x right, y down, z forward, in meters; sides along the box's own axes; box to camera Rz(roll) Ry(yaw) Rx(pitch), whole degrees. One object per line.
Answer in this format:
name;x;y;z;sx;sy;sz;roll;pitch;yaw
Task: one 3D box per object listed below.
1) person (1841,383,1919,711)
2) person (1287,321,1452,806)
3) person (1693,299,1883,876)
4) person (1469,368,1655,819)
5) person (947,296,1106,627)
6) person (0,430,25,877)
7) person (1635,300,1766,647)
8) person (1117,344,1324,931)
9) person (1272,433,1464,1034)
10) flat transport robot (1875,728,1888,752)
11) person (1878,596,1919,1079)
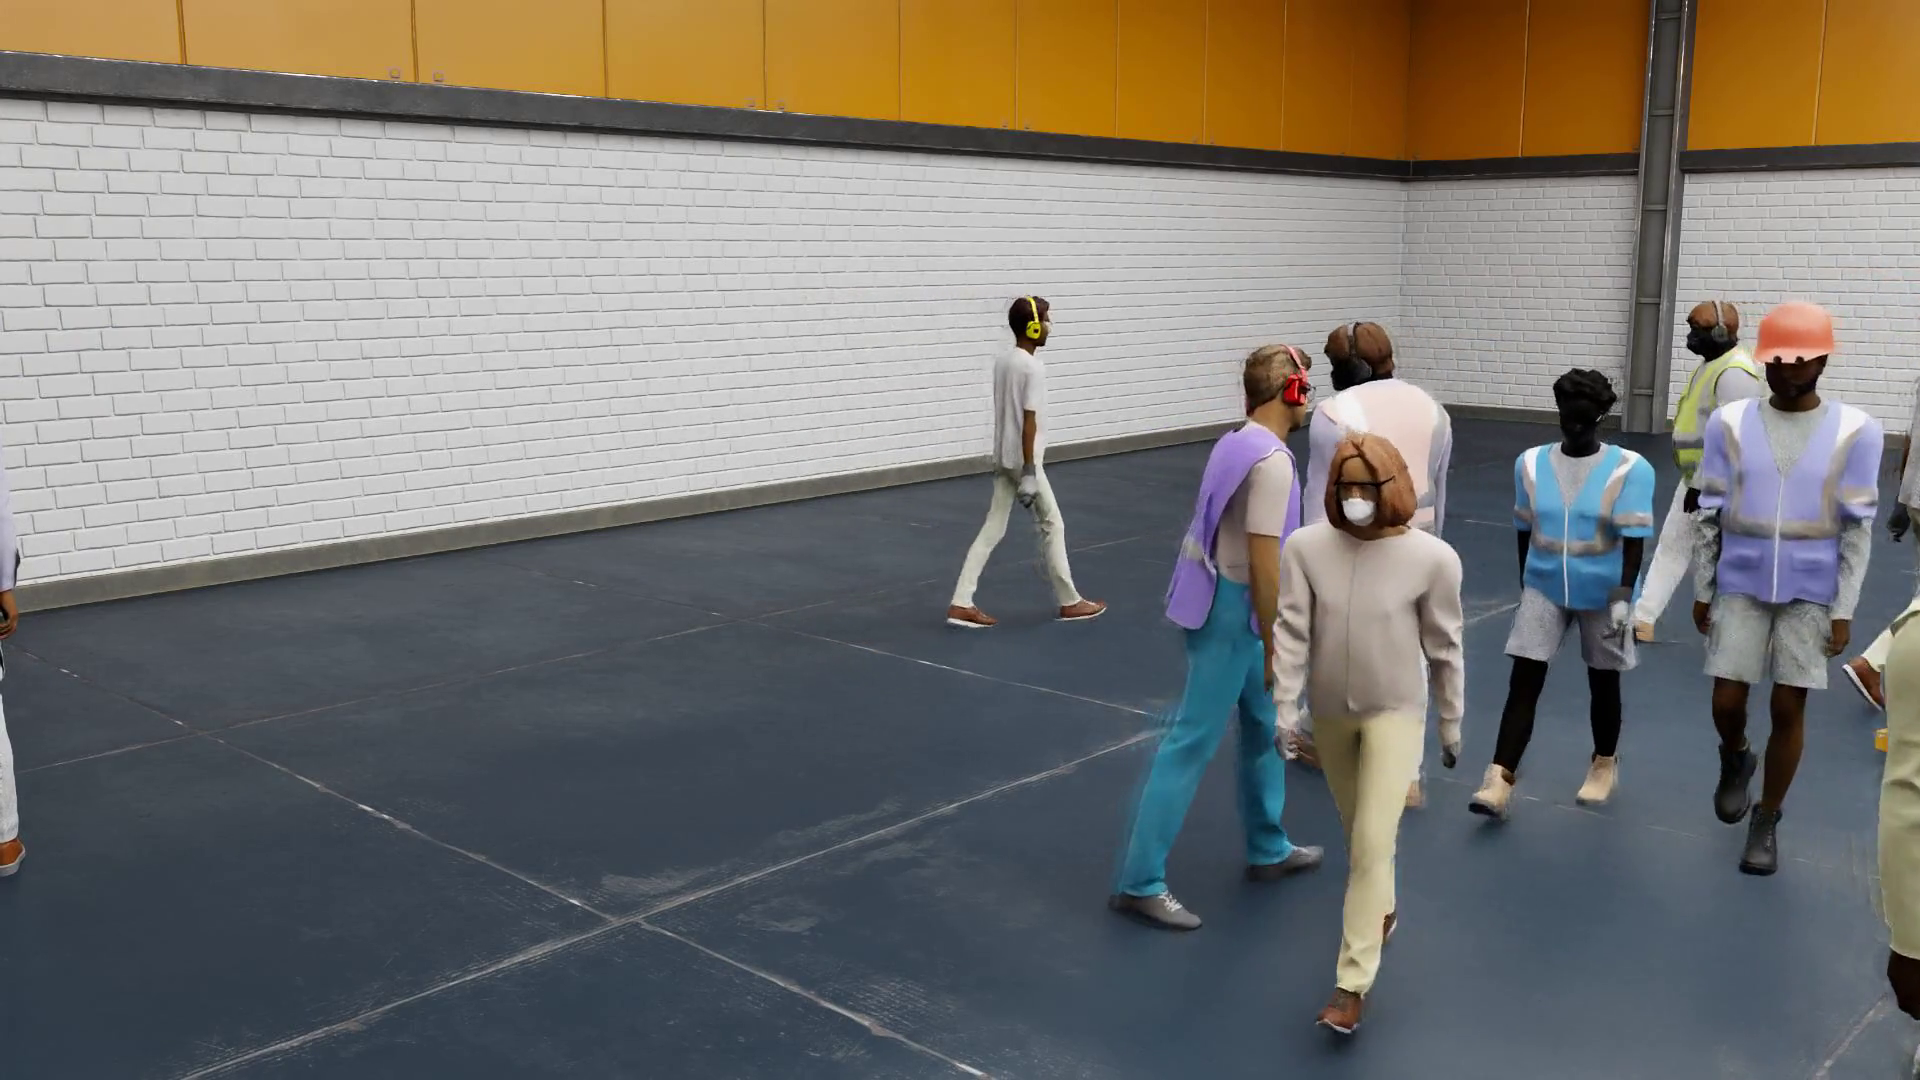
person;4.295;-0.133;7.446;0.652;1.830;0.585;0;10;2
person;1.534;0.063;6.418;0.685;1.787;0.906;-3;11;-19
person;2.750;0.153;5.583;0.541;1.916;0.544;6;12;32
person;2.200;0.210;5.985;0.533;1.644;0.837;8;13;37
person;0.335;-0.422;9.125;0.971;1.823;0.540;-5;11;-27
person;-3.366;0.179;5.358;0.604;1.937;0.403;-8;13;-37
person;3.764;-0.315;8.529;0.893;1.800;0.648;1;10;8
person;0.841;0.291;5.203;0.738;1.787;0.612;1;10;3
person;1.120;0.490;4.602;0.487;1.578;0.895;7;12;33
flat transport robot;4.384;0.838;6.345;0.652;0.197;1.431;-6;12;-31
person;1.942;0.655;2.985;0.626;1.811;0.460;-1;10;-7
